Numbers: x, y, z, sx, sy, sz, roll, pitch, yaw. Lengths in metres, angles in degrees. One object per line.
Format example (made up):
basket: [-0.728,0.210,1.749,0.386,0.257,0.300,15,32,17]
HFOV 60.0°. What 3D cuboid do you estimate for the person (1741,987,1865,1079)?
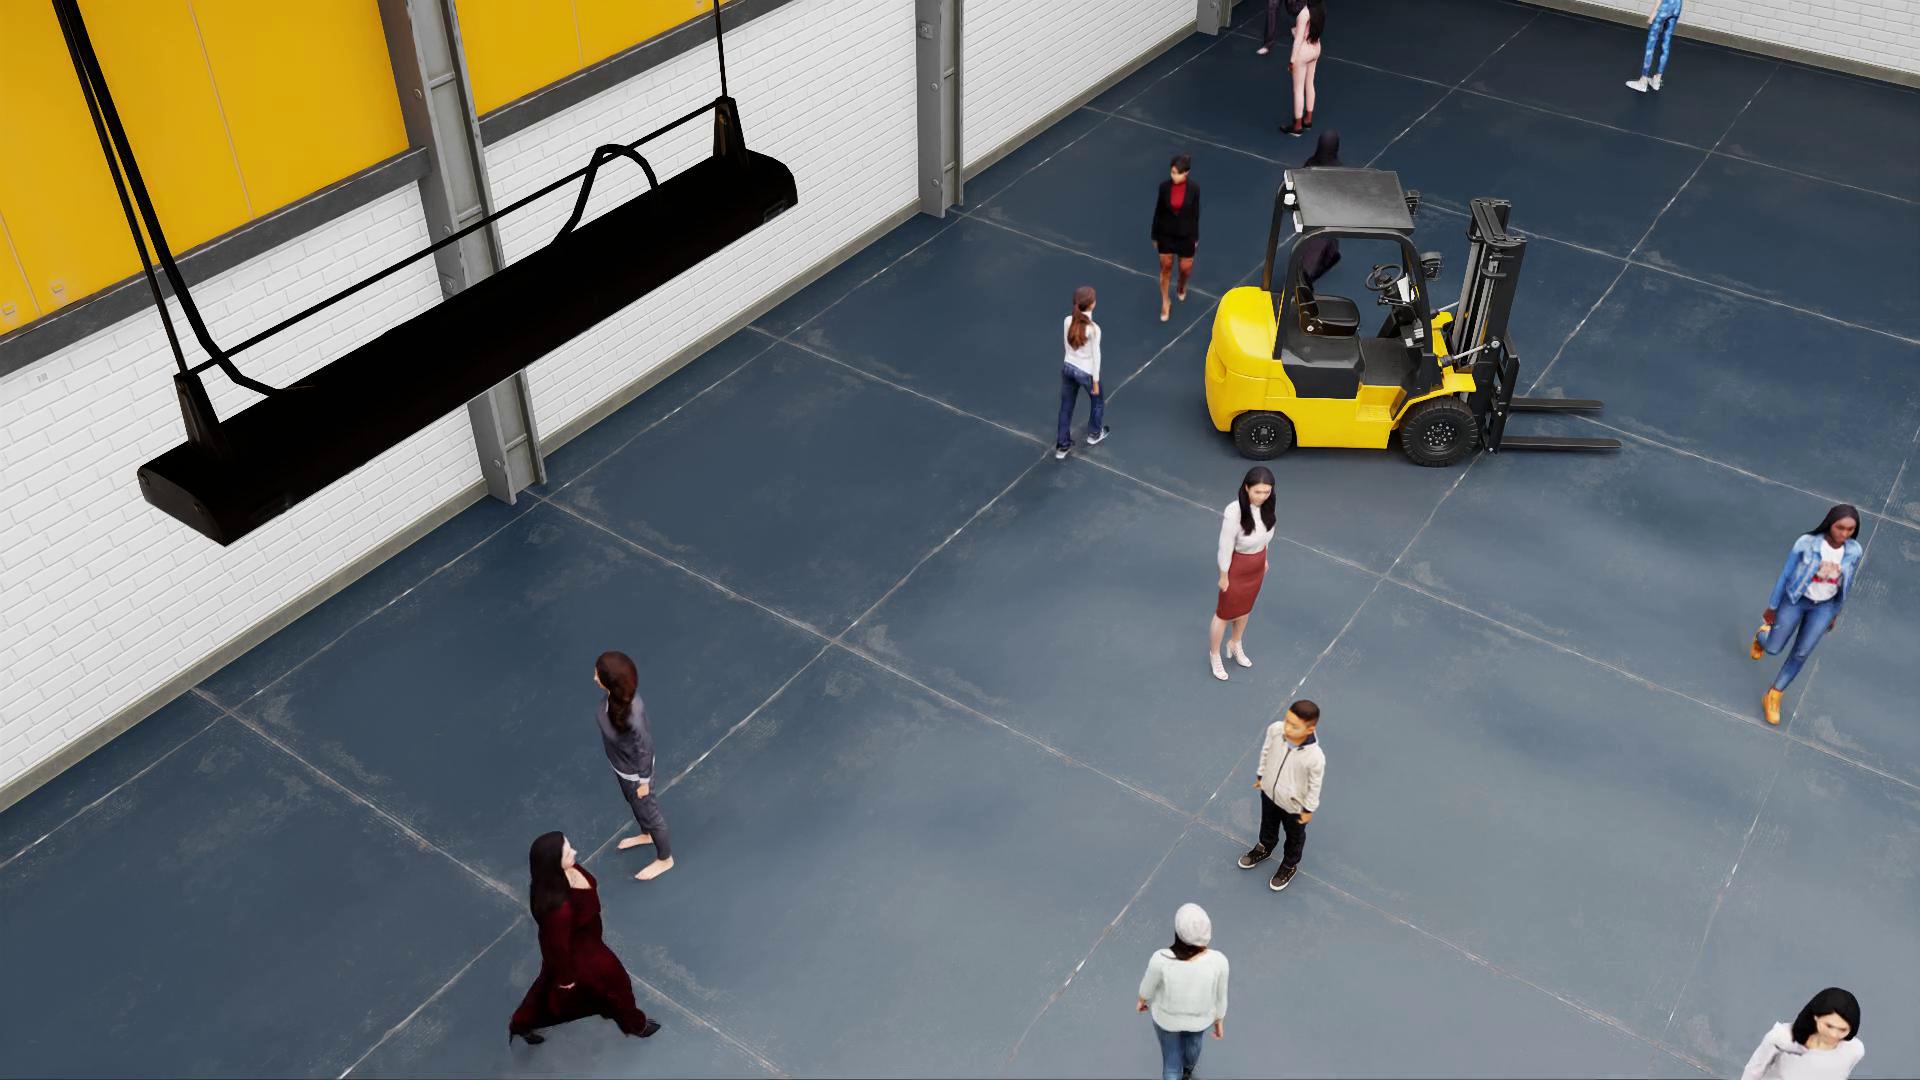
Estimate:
person: [4.136,2.732,8.364,0.889,1.655,1.205,10,40,13]

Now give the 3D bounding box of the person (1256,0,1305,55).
person: [4.024,-6.878,20.277,0.753,1.805,1.241,29,47,32]

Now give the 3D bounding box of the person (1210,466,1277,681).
person: [1.943,0.214,11.440,0.577,1.751,0.719,-22,43,-25]

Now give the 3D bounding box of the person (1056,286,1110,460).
person: [0.931,-1.325,13.539,0.546,1.536,0.787,23,44,26]

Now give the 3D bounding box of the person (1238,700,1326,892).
person: [1.990,1.506,10.059,0.584,1.455,0.623,-29,47,-31]

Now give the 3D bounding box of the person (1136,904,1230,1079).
person: [1.170,2.517,8.645,0.803,1.640,0.887,2,39,2]

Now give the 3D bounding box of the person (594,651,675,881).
person: [-1.970,1.332,10.025,0.655,1.769,0.685,-21,43,-24]

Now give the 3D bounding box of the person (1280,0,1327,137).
person: [3.837,-5.362,18.450,0.693,1.716,0.487,29,47,31]

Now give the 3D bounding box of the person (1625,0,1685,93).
person: [8.227,-6.107,19.328,0.680,1.784,0.754,-10,40,-12]

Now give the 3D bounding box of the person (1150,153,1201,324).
person: [1.994,-2.793,15.301,0.706,1.632,0.772,9,39,11]

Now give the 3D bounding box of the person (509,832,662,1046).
person: [-2.184,2.214,8.959,1.170,1.723,1.043,-11,40,-14]

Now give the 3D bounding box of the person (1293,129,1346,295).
person: [3.360,-3.076,15.674,1.180,1.608,0.803,-27,46,-30]

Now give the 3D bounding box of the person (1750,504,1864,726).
person: [5.674,0.419,11.226,0.851,1.697,1.025,6,39,7]
